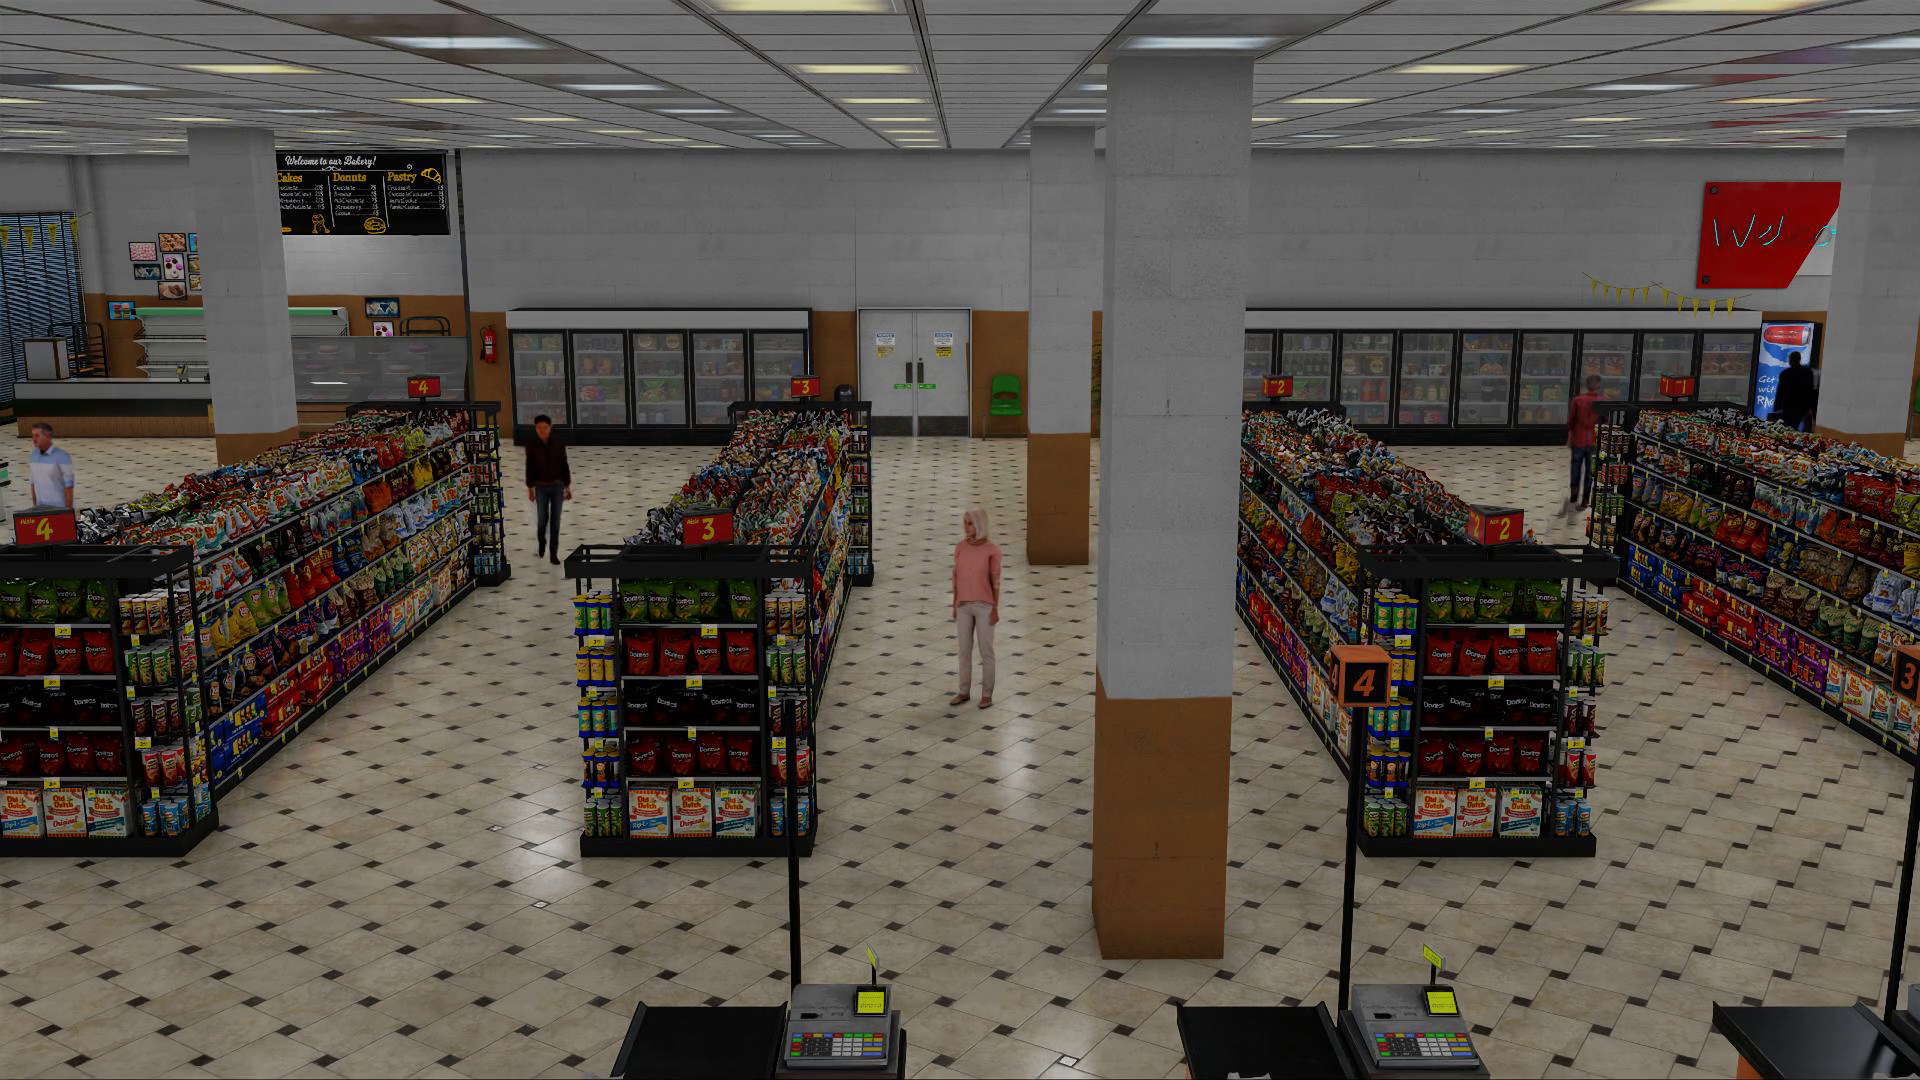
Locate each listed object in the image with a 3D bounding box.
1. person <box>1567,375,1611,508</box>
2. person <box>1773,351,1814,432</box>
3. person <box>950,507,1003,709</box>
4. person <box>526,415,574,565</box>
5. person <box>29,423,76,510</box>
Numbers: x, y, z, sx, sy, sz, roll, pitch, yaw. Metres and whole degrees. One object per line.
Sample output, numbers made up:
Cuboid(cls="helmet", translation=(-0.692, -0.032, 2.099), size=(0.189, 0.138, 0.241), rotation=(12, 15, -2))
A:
Cuboid(cls="person", translation=(8.630, -1.356, 22.921), size=(0.828, 1.818, 0.834), rotation=(6, 13, 25))
Cuboid(cls="person", translation=(13.256, -2.059, 26.324), size=(0.758, 1.792, 0.859), rotation=(-1, 12, -3))
Cuboid(cls="person", translation=(0.144, 0.554, 14.081), size=(0.674, 1.724, 0.666), rotation=(6, 13, 25))
Cuboid(cls="person", translation=(-4.826, -0.598, 19.447), size=(0.798, 1.766, 0.853), rotation=(-5, 13, -24))
Cuboid(cls="person", translation=(-9.997, -0.396, 18.348), size=(0.743, 1.825, 0.658), rotation=(3, 12, 15))
